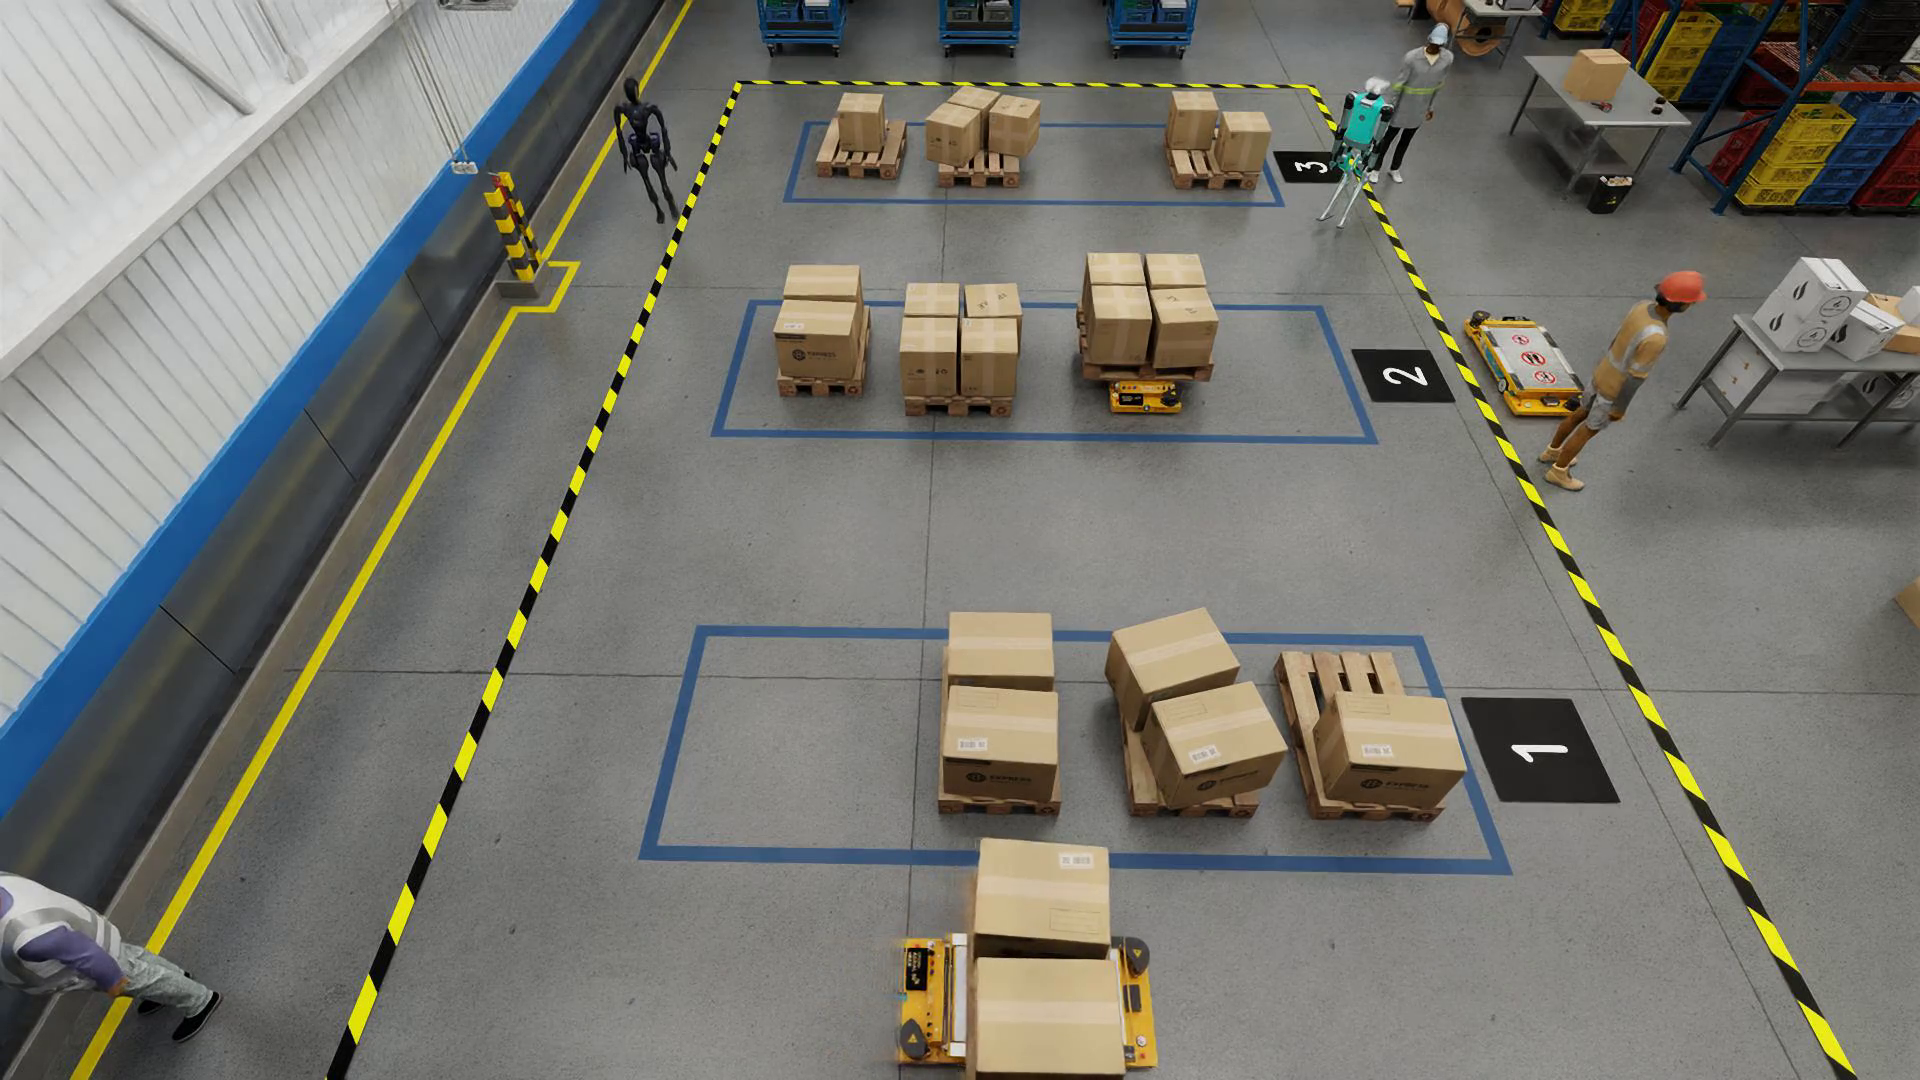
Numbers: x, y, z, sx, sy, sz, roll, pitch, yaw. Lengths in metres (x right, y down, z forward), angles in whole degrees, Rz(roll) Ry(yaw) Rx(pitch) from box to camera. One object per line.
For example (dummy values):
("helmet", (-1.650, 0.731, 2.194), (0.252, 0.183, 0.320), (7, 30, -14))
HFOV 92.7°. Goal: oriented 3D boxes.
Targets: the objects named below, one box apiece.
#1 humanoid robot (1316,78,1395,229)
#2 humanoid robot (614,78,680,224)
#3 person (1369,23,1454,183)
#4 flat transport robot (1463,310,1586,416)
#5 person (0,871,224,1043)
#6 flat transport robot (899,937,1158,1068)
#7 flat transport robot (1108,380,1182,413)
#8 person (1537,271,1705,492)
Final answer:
("humanoid robot", (4.487, -4.356, 10.241), (0.533, 1.681, 0.735), (35, 57, 26))
("humanoid robot", (-3.548, -4.380, 10.392), (0.599, 1.645, 0.363), (-6, 49, -5))
("person", (5.422, -5.189, 10.977), (0.596, 1.850, 0.398), (0, 49, 0))
("flat transport robot", (5.573, -1.757, 9.054), (0.659, 0.231, 1.431), (1, 49, 1))
("person", (-4.504, 2.119, 4.664), (0.598, 1.831, 0.404), (22, 53, 18))
("flat transport robot", (0.386, 2.623, 5.244), (1.431, 0.197, 0.652), (1, 49, 1))
("flat transport robot", (1.773, -1.807, 9.079), (0.652, 0.197, 1.431), (1, 49, 1))
("person", (5.354, -1.274, 7.462), (0.365, 2.048, 0.606), (12, 50, 10))
